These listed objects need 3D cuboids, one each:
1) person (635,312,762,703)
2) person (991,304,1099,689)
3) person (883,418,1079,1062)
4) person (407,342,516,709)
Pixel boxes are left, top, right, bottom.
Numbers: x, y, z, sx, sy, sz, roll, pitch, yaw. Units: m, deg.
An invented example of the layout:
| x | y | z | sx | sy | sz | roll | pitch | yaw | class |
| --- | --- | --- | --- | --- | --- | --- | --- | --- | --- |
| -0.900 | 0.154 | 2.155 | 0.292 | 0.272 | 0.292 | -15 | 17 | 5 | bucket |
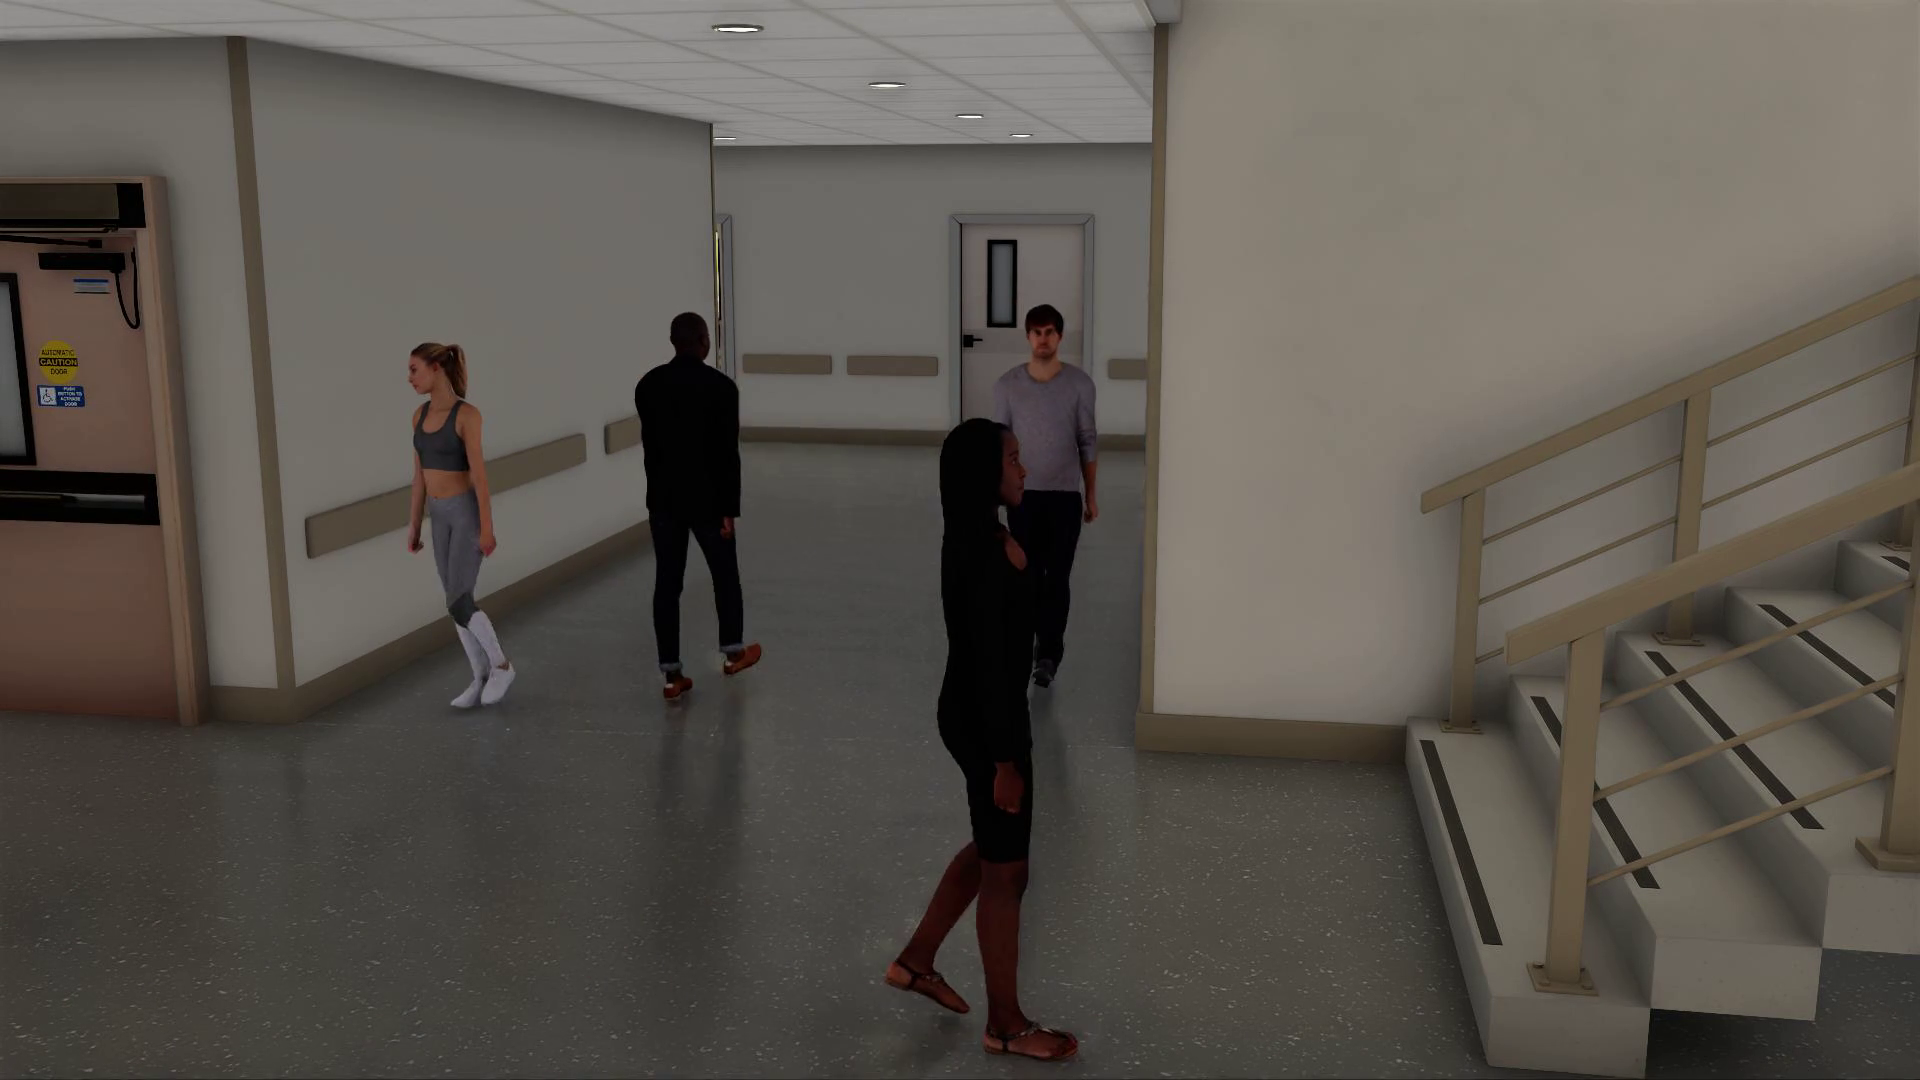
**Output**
| x | y | z | sx | sy | sz | roll | pitch | yaw | class |
| --- | --- | --- | --- | --- | --- | --- | --- | --- | --- |
| -1.303 | -0.132 | 7.740 | 0.919 | 1.791 | 0.810 | 2 | 11 | 13 | person |
| 0.416 | -0.209 | 8.139 | 1.092 | 1.795 | 0.748 | 2 | 11 | 11 | person |
| 0.039 | 0.529 | 4.445 | 0.788 | 1.721 | 0.643 | 1 | 11 | 5 | person |
| -2.261 | -0.063 | 7.680 | 0.637 | 1.678 | 0.734 | 6 | 12 | 28 | person |
